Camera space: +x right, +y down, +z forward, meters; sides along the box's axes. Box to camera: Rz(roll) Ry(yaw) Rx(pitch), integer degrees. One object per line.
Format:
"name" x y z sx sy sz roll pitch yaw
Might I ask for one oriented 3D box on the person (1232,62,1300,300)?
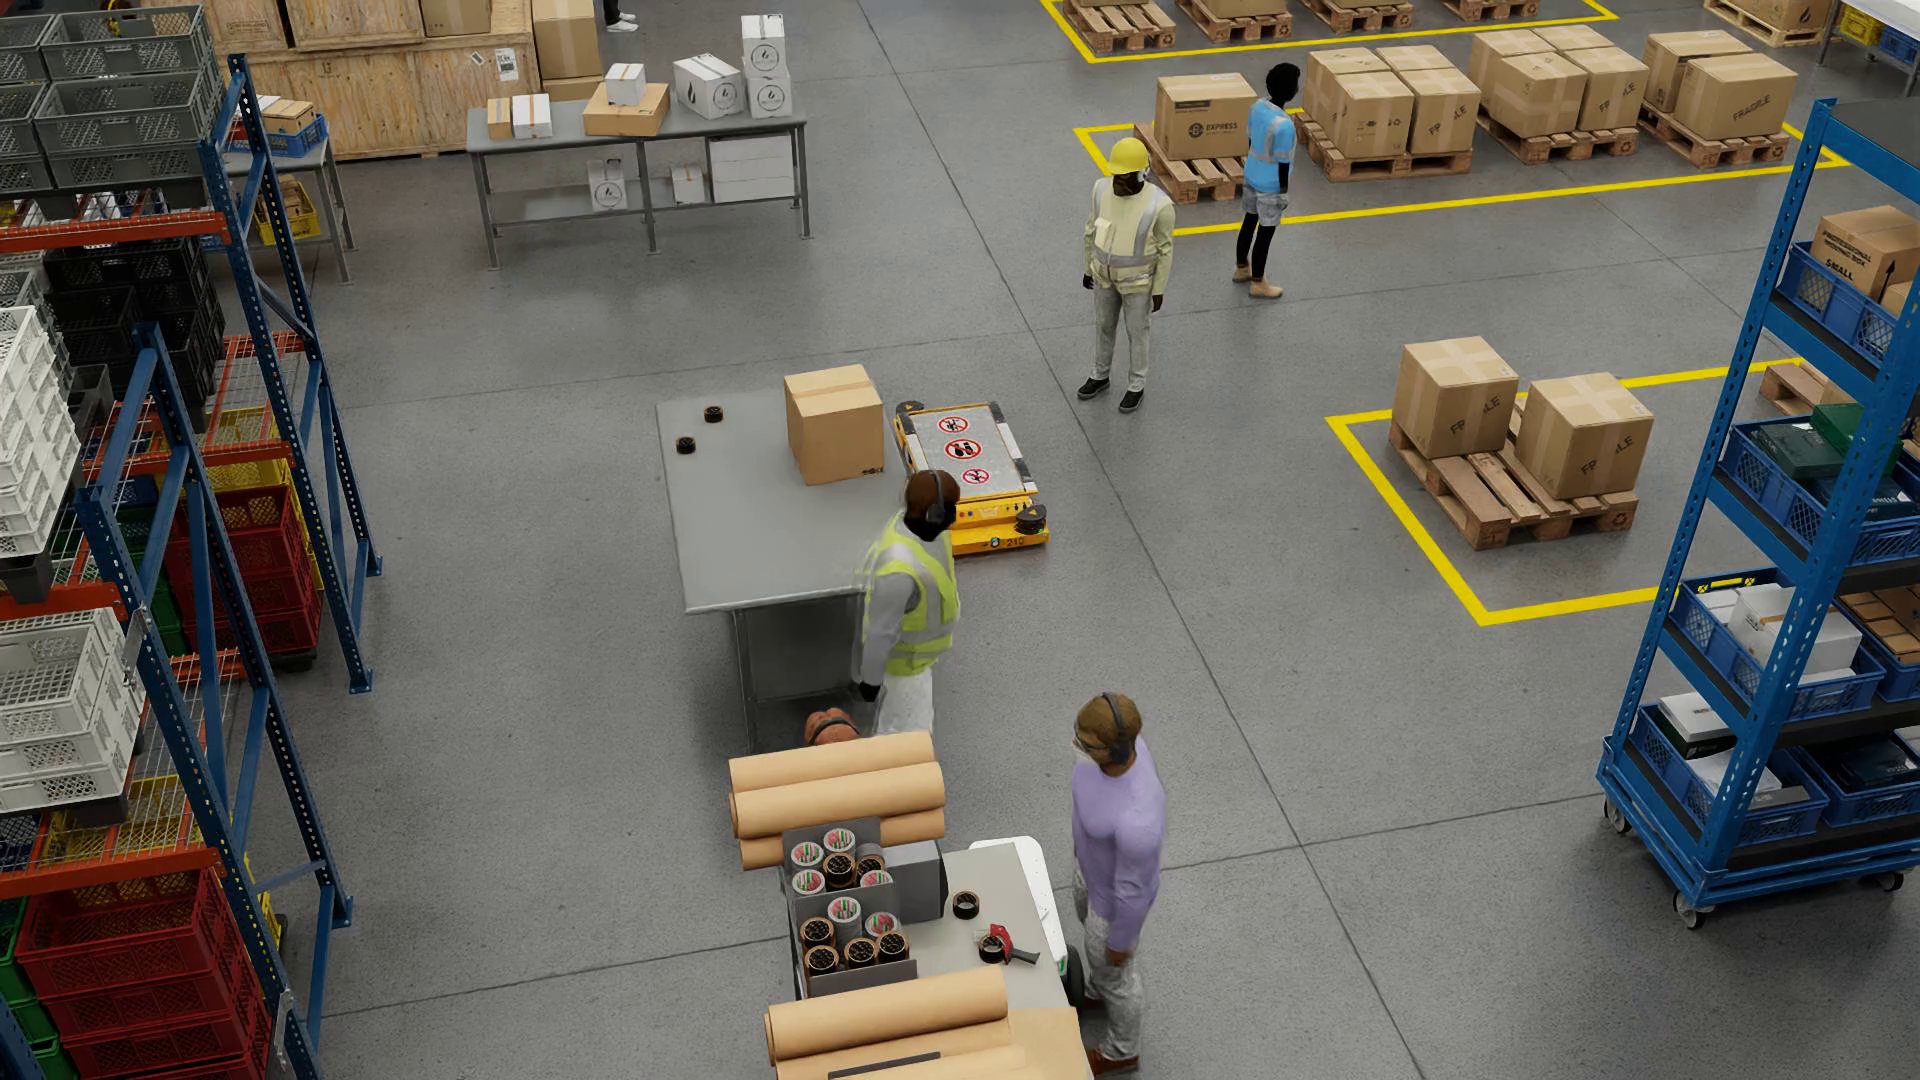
"person" 2.179 -2.540 11.757 0.317 1.696 0.540 -10 38 -14

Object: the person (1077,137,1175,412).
"person" 1.024 -1.666 10.471 0.600 1.830 0.404 23 42 27

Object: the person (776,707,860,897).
"person" -0.464 1.334 6.603 0.521 1.637 0.319 -8 37 -11

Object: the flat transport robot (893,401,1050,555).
"flat transport robot" 0.046 -0.430 10.108 0.652 0.197 1.431 -8 37 -10

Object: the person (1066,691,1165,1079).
"person" 0.572 1.320 6.383 0.371 1.930 0.627 -5 37 -7

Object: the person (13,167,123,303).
"person" -5.656 -1.865 10.696 0.584 1.882 0.337 -28 45 -32

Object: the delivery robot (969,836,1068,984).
"delivery robot" 0.232 1.591 7.081 0.477 0.478 0.707 -5 37 -7

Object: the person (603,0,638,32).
"person" -3.419 -5.911 16.116 0.385 1.912 0.592 -9 38 -12

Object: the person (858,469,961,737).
"person" -0.235 0.464 7.632 0.482 1.804 0.649 6 37 8
